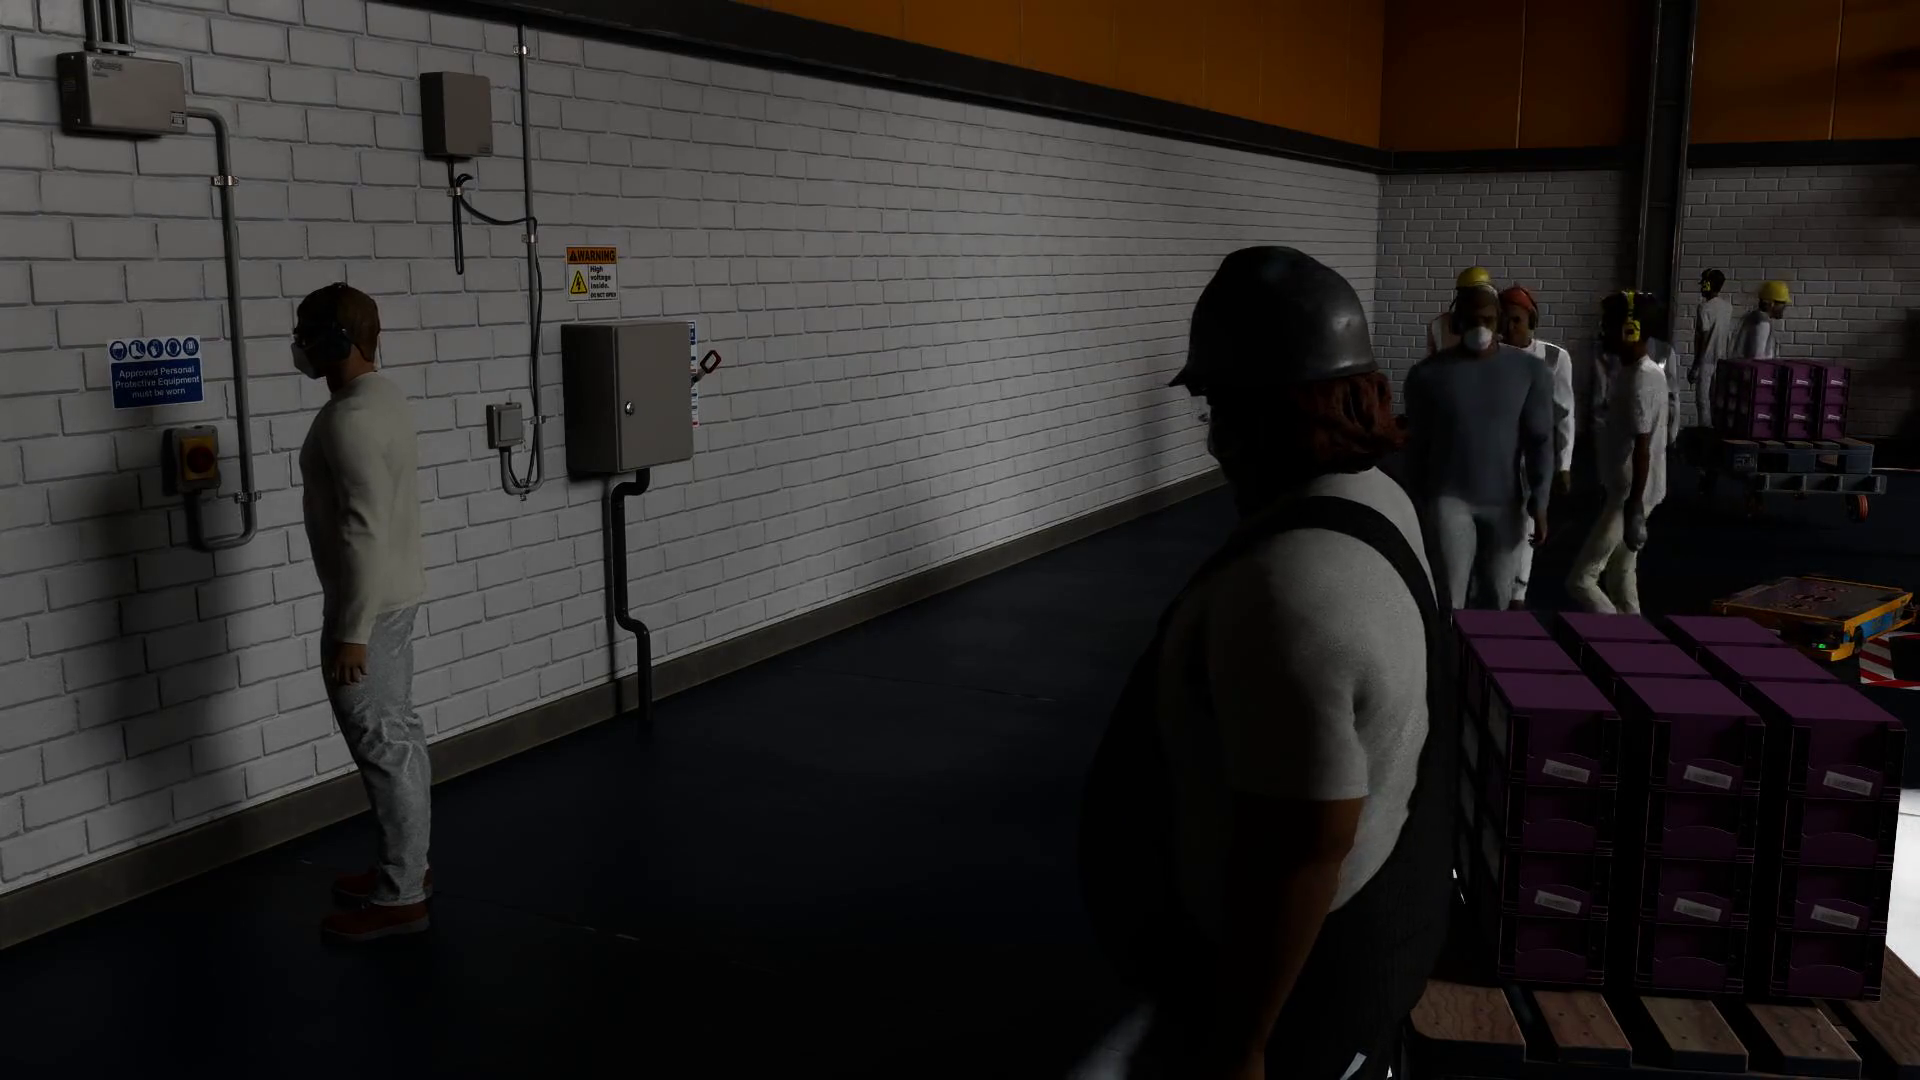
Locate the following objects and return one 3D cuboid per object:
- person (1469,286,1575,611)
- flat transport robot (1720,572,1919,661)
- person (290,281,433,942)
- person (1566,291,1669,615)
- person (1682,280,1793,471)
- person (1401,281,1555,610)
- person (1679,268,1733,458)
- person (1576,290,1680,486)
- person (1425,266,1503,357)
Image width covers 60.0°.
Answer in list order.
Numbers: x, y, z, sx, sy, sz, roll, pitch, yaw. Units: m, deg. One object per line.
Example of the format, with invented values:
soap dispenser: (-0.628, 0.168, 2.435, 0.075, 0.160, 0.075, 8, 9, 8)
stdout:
person: (2.923, -0.408, 8.798, 0.605, 1.834, 0.951, 4, 11, 22)
flat transport robot: (4.510, 0.385, 8.764, 1.431, 0.197, 0.652, -9, 14, -43)
person: (-1.766, 0.212, 4.940, 0.356, 1.938, 0.638, -2, 10, -12)
person: (2.918, -0.167, 7.373, 0.373, 1.853, 0.531, 5, 11, 28)
person: (7.147, -1.485, 15.229, 0.834, 1.788, 0.616, 4, 11, 23)
person: (2.232, -0.170, 7.244, 0.626, 1.910, 0.871, 2, 10, 12)
person: (7.340, -1.718, 16.320, 0.534, 1.868, 0.309, -6, 12, -33)
person: (4.337, -0.720, 10.795, 0.612, 1.783, 0.919, 2, 10, 11)
person: (3.649, -1.006, 12.034, 0.589, 1.924, 0.384, 8, 13, 39)
